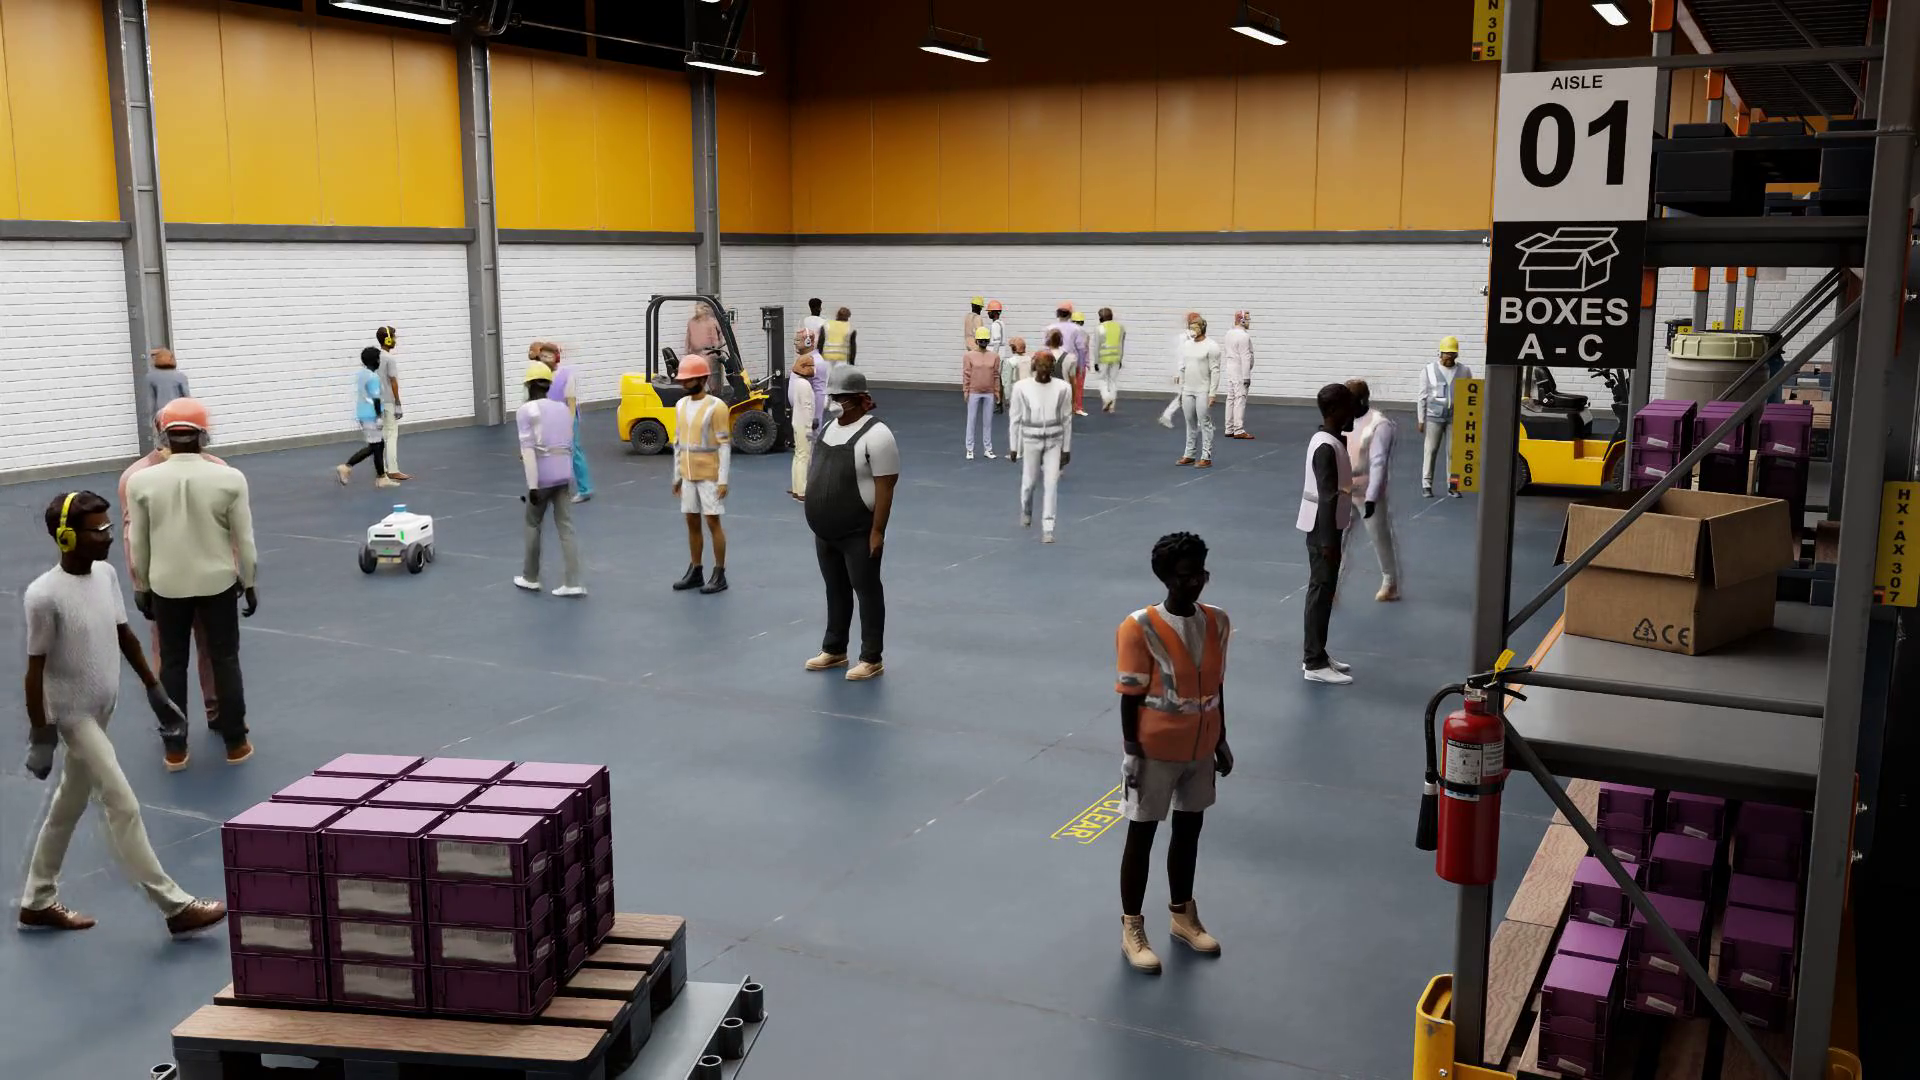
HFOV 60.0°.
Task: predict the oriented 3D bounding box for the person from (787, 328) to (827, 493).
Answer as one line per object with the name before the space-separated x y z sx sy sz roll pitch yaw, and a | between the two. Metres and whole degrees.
person | -1.742 -1.438 18.789 0.409 1.907 0.651 -5 11 -26

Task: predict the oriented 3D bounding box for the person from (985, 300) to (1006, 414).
person | 0.598 -3.131 28.501 0.360 1.938 0.546 1 10 8

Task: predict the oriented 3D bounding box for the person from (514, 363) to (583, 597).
person | -3.328 -0.484 13.404 0.916 1.852 0.600 8 13 39

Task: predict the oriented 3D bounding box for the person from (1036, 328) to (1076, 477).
person | 1.162 -1.710 20.629 0.522 1.819 0.792 -1 10 -4

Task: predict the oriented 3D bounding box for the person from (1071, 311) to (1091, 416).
person | 1.975 -2.962 28.015 0.523 1.769 0.317 -5 11 -29

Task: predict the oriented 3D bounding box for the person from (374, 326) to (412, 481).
person | -6.933 -1.653 20.145 0.534 1.868 0.309 8 13 39

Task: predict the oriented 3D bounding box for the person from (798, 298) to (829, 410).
person | -2.539 -3.263 29.193 0.603 1.962 0.372 2 10 13

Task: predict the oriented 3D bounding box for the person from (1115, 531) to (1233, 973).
person | 0.828 0.803 6.420 0.530 1.697 0.321 -6 11 -30

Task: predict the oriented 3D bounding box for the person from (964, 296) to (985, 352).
person | 0.297 -3.679 31.730 0.377 1.918 0.585 -5 11 -28

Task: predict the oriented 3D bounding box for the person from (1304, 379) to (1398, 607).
person | 3.124 -0.363 12.944 0.993 1.798 0.629 -7 12 -36

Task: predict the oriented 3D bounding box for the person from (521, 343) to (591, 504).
person | -4.379 -1.234 17.948 0.580 1.778 1.035 5 11 27

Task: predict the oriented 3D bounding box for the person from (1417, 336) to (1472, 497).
person | 5.443 -1.380 18.697 0.592 1.823 0.403 1 10 4

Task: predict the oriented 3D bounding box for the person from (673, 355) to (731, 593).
person | -2.115 -0.530 13.451 0.551 1.932 0.377 7 12 34

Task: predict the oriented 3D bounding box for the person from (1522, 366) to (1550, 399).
person | 8.677 -2.454 24.964 0.590 1.811 0.621 -3 10 -16

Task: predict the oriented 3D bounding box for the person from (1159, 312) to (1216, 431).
person | 3.510 -2.603 25.761 0.941 1.842 0.584 6 11 30

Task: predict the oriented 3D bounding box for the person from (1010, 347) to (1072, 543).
person | 0.772 -0.930 15.986 0.595 1.861 0.706 -1 10 -3

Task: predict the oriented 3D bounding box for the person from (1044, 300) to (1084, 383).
person | 1.618 -2.743 26.032 0.637 2.019 0.688 1 10 6

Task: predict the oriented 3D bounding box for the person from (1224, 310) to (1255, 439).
person | 4.161 -2.452 24.658 0.405 1.906 0.653 -3 10 -15

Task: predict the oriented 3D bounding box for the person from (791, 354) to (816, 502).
person | -1.719 -1.235 18.404 0.280 1.632 0.501 -3 10 -16

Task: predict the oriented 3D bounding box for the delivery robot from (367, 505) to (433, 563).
delivery robot | -4.864 -0.064 14.470 0.477 0.478 0.707 1 10 3

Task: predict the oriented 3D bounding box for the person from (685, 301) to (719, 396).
person | -4.743 -3.477 30.688 0.648 1.880 0.874 5 11 29

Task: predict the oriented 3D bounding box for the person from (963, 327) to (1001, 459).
person | 0.292 -1.959 22.208 0.524 1.770 0.315 -3 10 -16

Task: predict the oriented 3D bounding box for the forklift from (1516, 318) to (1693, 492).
forklift | 7.066 -1.601 18.899 2.313 2.155 1.214 5 11 27

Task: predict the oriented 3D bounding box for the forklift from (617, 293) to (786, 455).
forklift | -3.588 -2.317 23.042 2.313 2.155 1.214 -1 10 -5

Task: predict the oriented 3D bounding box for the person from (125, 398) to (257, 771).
person | -4.091 0.233 8.902 0.619 1.987 0.406 -3 10 -17

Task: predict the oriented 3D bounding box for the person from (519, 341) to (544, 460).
person | -5.479 -1.813 21.839 0.824 1.599 0.498 3 10 17

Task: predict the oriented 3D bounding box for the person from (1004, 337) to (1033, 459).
person | 0.796 -1.893 22.239 0.515 1.630 0.322 -9 13 -41

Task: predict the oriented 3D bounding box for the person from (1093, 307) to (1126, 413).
person | 2.548 -3.076 28.502 0.624 1.823 0.454 -3 10 -18

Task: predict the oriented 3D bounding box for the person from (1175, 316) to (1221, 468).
person | 3.047 -1.892 21.324 0.365 1.939 0.636 -8 13 -39

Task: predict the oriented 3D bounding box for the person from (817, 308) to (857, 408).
person | -2.138 -3.134 28.958 0.714 1.806 0.439 2 10 9

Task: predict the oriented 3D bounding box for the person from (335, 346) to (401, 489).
person | -6.900 -1.407 19.258 0.663 1.675 0.543 -6 11 -29

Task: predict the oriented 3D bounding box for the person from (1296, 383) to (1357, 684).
person | 2.365 -0.052 10.722 0.391 1.922 0.593 2 10 12

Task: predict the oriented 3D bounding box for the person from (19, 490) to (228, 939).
person | -3.389 0.707 6.621 0.979 1.825 0.538 0 10 -2

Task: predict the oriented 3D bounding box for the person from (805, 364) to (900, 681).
person | -0.744 -0.118 10.757 0.680 2.000 0.537 10 14 44

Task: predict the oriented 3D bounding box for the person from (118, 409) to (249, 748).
person | -4.319 0.193 9.328 0.410 1.912 0.651 7 12 36

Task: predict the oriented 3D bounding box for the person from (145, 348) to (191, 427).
person | -9.559 -1.518 20.089 0.501 1.605 0.759 -1 10 -5
